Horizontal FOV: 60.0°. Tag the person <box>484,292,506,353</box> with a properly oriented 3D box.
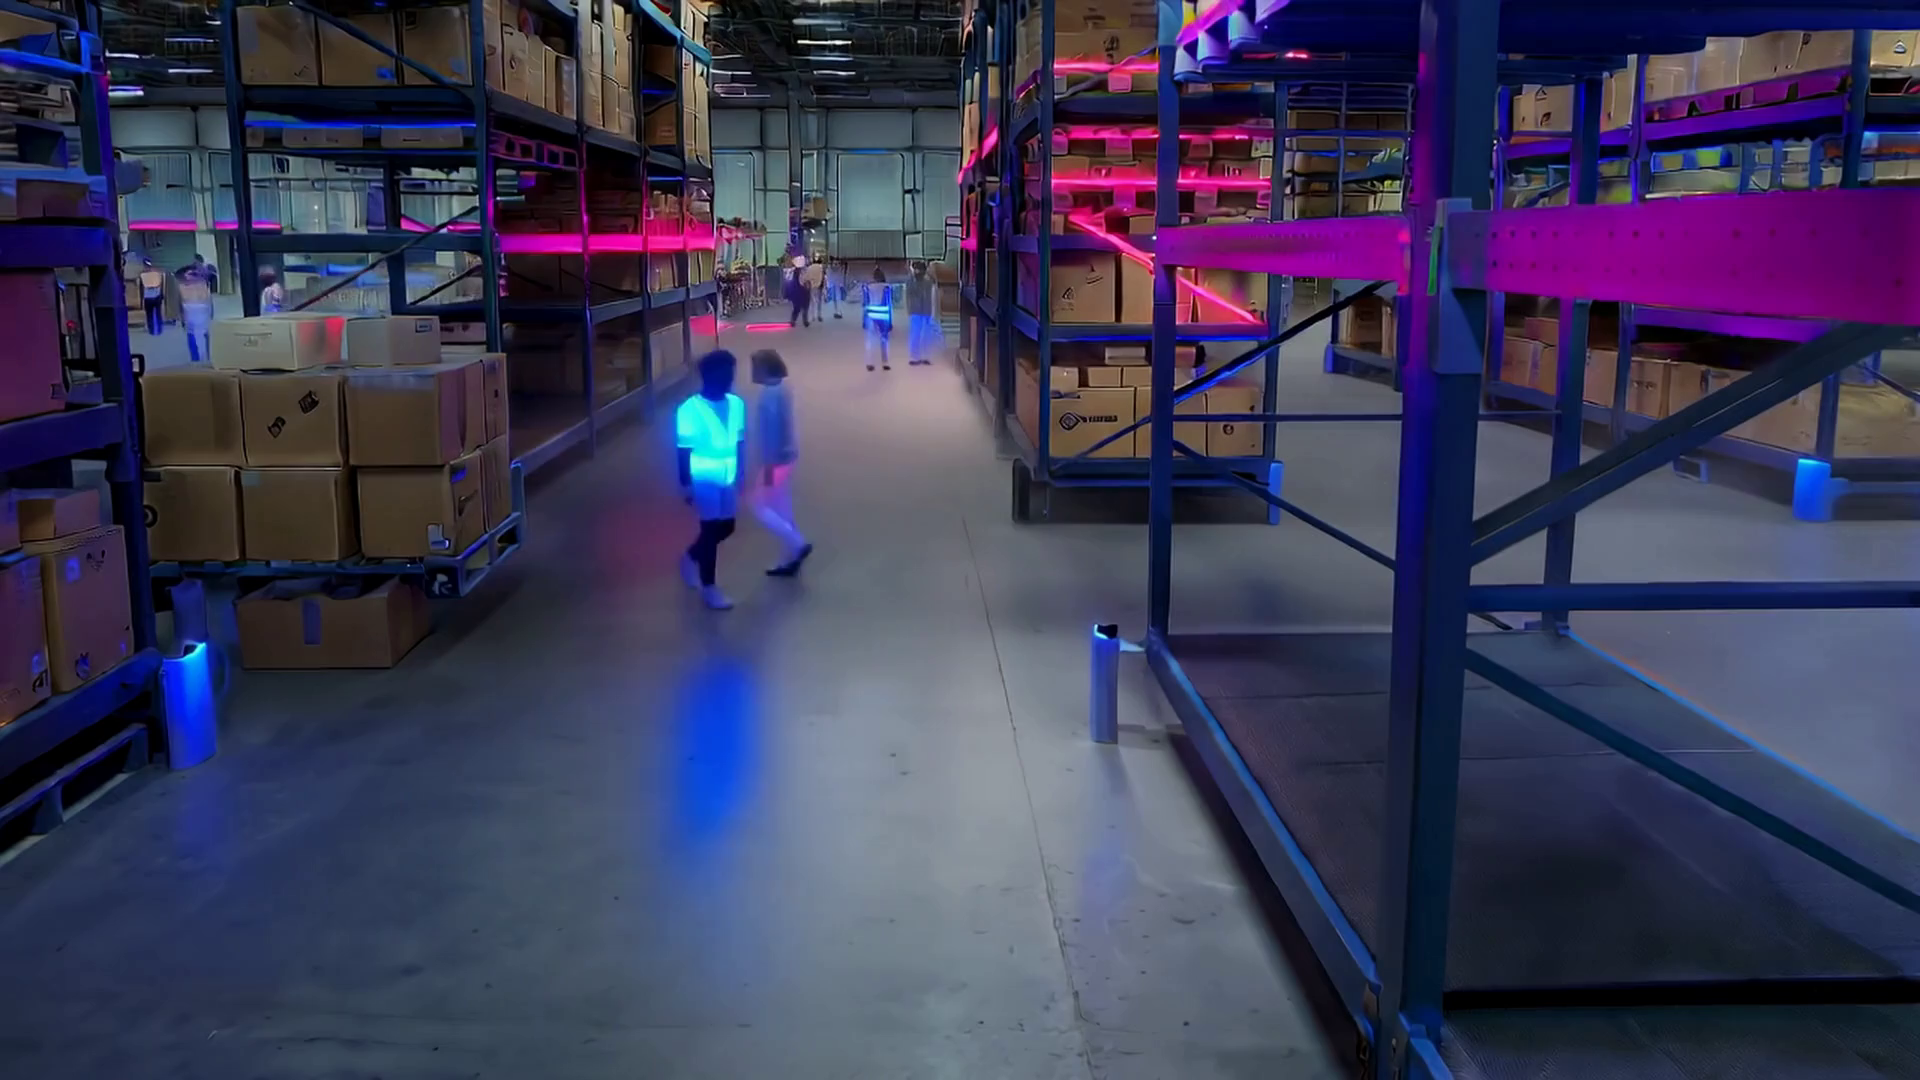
[{"bbox_3d":[-9.266,-4.373,32.987,0.719,1.611,0.546,6,12,29],"label":"person"}]

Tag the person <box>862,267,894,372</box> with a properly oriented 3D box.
[{"bbox_3d":[-1.466,-3.956,29.932,0.586,1.882,0.340,2,10,11],"label":"person"}]

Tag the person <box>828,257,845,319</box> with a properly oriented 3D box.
[{"bbox_3d":[-3.759,-7.700,50.830,0.624,1.885,0.657,-9,14,-43],"label":"person"}]

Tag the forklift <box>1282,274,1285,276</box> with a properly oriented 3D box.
[{"bbox_3d":[12.240,-10.302,62.509,1.129,2.768,1.873,0,10,-2],"label":"forklift"}]

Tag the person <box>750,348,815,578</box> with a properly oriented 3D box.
[{"bbox_3d":[-1.247,-0.512,11.489,0.393,1.614,0.529,2,10,12],"label":"person"}]

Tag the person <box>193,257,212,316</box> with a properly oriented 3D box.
[{"bbox_3d":[-23.988,-8.030,52.657,0.514,1.876,0.328,-7,12,-34],"label":"person"}]

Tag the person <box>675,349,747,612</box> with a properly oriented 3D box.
[{"bbox_3d":[-1.658,-0.406,10.750,0.657,1.673,0.546,8,13,37],"label":"person"}]

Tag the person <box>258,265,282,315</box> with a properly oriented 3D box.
[{"bbox_3d":[-12.359,-3.991,30.032,0.572,1.922,0.638,8,13,36],"label":"person"}]

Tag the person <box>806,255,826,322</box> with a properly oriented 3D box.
[{"bbox_3d":[-4.217,-7.300,48.414,0.630,1.940,0.373,-2,10,-10],"label":"person"}]

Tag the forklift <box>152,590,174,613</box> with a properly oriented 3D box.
[{"bbox_3d":[-5.858,-0.811,9.639,1.873,2.768,1.129,-1,10,-3],"label":"forklift"}]

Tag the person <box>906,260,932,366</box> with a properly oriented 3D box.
[{"bbox_3d":[-0.765,-4.293,31.503,0.382,1.995,0.612,9,13,40],"label":"person"}]

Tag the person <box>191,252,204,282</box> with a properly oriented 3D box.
[{"bbox_3d":[-30.559,-10.593,66.775,1.027,1.946,0.651,4,11,22],"label":"person"}]

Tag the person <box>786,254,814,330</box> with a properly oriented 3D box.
[{"bbox_3d":[-4.219,-6.574,44.082,0.720,2.000,0.577,6,12,30],"label":"person"}]

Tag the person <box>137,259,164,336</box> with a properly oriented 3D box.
[{"bbox_3d":[-20.256,-6.076,41.650,0.386,1.918,0.591,8,13,39],"label":"person"}]

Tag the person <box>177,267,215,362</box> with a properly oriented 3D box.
[{"bbox_3d":[-14.127,-4.119,30.874,0.674,1.885,0.368,0,10,-2],"label":"person"}]

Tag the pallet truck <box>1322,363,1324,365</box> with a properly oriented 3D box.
[{"bbox_3d":[7.712,-4.157,30.737,1.885,1.965,0.823,3,11,16],"label":"pallet truck"}]
